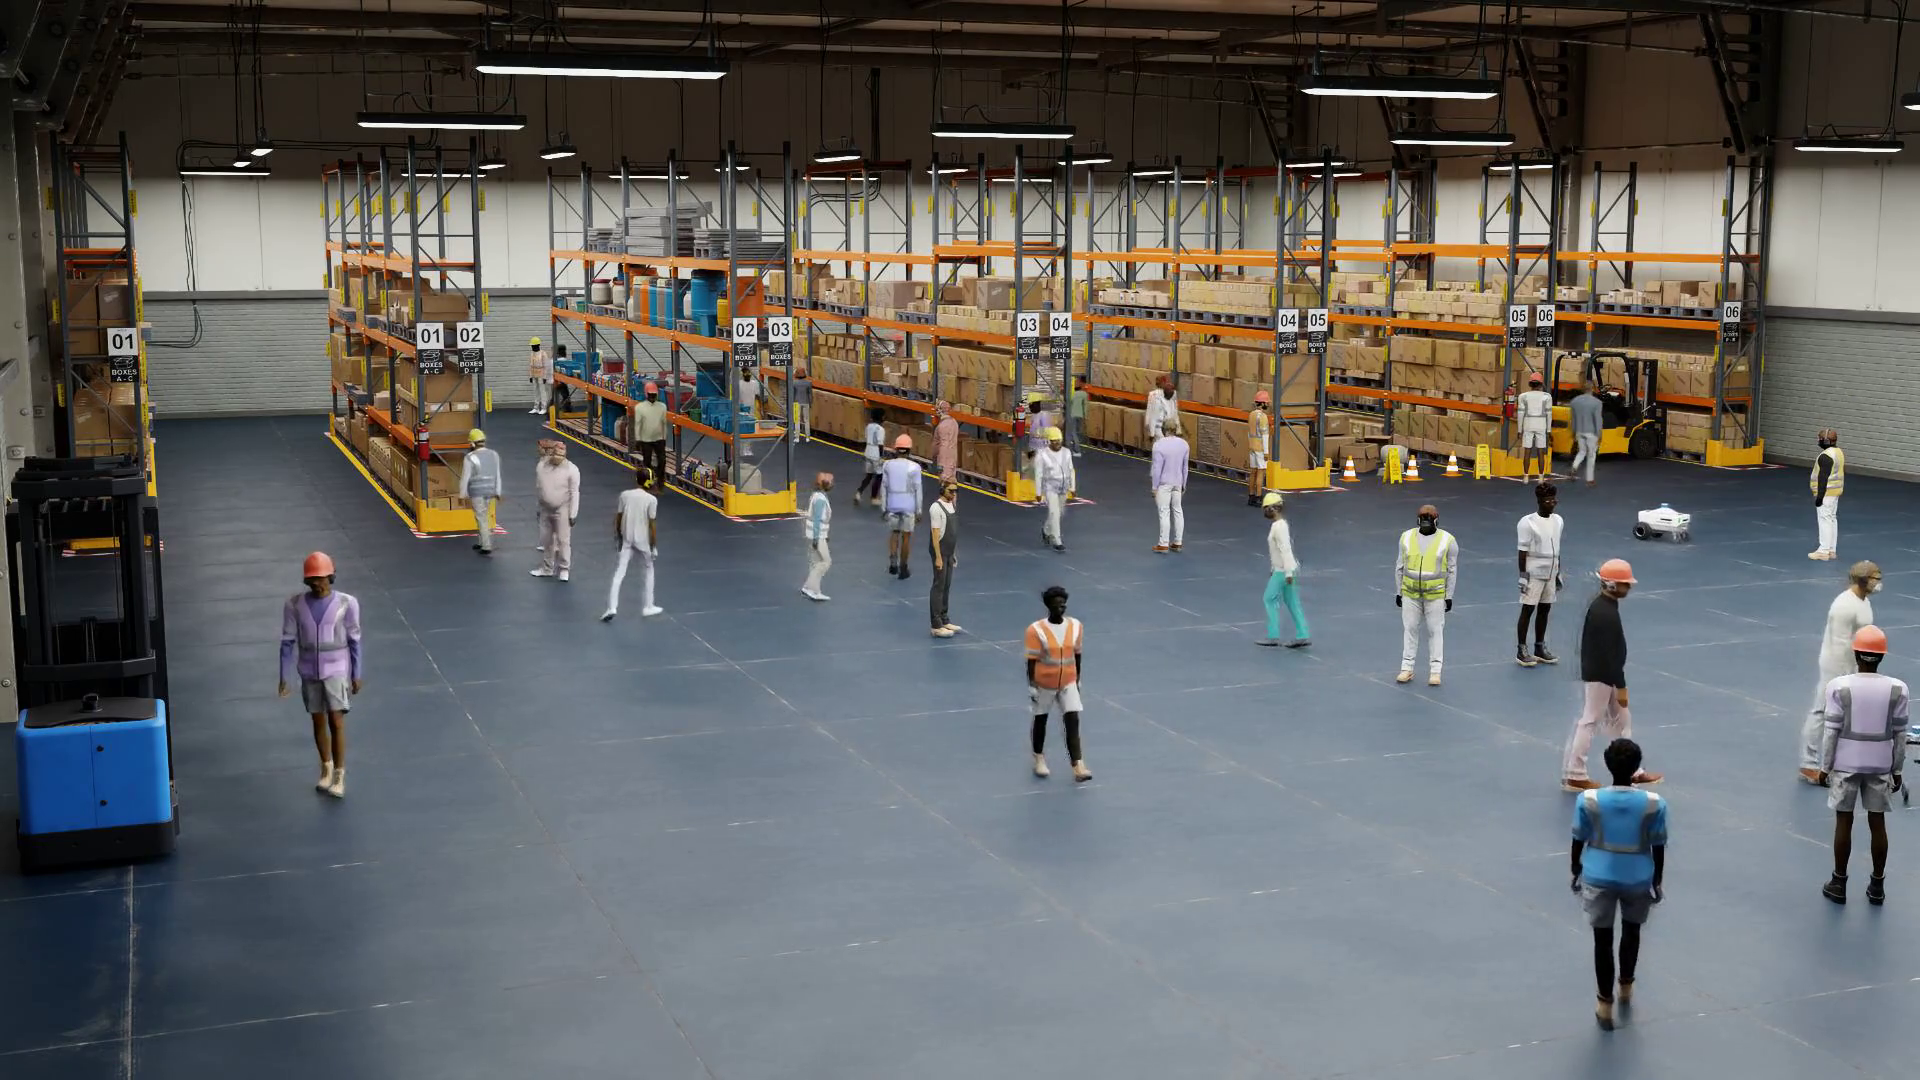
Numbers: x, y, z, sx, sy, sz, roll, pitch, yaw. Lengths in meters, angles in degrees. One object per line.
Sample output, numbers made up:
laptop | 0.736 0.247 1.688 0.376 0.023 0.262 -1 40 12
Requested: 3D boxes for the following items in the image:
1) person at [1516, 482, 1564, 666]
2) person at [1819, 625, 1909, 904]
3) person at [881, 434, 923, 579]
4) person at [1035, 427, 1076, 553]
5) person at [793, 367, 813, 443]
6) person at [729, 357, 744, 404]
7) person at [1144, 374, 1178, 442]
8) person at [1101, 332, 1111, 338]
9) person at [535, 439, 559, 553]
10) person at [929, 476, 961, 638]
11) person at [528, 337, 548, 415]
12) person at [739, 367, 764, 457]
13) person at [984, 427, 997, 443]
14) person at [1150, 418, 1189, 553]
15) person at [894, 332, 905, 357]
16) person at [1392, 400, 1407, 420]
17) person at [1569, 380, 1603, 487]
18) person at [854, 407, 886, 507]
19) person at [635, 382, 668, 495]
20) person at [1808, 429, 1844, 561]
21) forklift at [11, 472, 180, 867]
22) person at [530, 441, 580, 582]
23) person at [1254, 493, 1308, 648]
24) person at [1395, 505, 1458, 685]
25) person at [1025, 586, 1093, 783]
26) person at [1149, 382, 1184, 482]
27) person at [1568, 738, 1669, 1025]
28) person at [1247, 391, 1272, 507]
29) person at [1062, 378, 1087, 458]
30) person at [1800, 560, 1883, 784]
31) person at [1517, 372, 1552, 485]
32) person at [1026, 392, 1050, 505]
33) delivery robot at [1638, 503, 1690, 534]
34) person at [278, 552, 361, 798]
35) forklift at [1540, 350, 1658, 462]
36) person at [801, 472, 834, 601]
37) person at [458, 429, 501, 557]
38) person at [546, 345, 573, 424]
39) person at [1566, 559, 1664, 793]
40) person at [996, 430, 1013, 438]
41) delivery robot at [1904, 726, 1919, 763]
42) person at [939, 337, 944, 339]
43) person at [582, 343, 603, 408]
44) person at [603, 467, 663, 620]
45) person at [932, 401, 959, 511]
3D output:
person | 6.210 0.354 22.391 0.611 1.964 0.364 -5 10 -29
person | 6.255 1.547 14.535 0.553 1.935 0.364 1 9 10
person | -0.763 -0.450 27.889 0.576 1.923 0.400 3 9 17
person | 1.352 -0.759 30.371 0.594 1.803 0.807 -5 10 -32
person | -3.440 -2.925 45.362 0.507 1.632 0.279 -3 9 -17
person | -5.403 -3.883 51.111 0.531 1.840 0.865 1 9 4
person | 3.803 -2.246 40.026 0.613 1.871 0.649 -3 9 -18
person | 3.806 -4.441 54.422 0.385 1.948 0.605 -5 10 -29
person | -5.925 -0.643 30.128 0.309 1.639 0.522 -5 10 -30
person | -0.174 0.176 24.008 0.344 1.839 0.504 3 9 20
person | -10.527 -4.096 52.218 0.585 1.921 0.383 7 11 38
person | -4.256 -2.604 42.539 0.546 1.840 0.816 -4 9 -22
person | 0.580 -2.496 41.578 0.544 1.919 0.579 -4 9 -24
person | 3.001 -0.786 30.088 0.638 1.938 0.357 -6 10 -33
person | -1.617 -4.375 53.950 0.940 1.965 0.606 3 9 17
person | 10.142 -3.424 48.360 0.483 1.737 0.320 8 11 42
person | 11.265 -1.923 37.725 0.536 1.918 0.653 -7 11 -39
person | -1.486 -1.387 34.988 0.494 1.667 0.578 -5 10 -31
person | -5.332 -1.747 36.361 0.645 1.969 0.723 -4 9 -25
person | 12.211 -0.646 29.524 0.431 1.836 0.618 6 11 36
forklift | -6.630 0.886 15.957 1.129 2.768 1.873 -3 9 -21
person | -5.351 -0.386 27.658 0.748 1.870 0.470 3 9 21
person | 3.566 0.343 23.259 0.703 1.723 0.540 2 9 16
person | 4.760 0.555 21.467 0.625 1.845 0.429 4 9 25
person | 0.827 1.224 17.608 0.550 1.657 0.842 -3 9 -18
person | 3.818 -1.942 38.127 0.913 1.843 0.578 6 11 36
person | 3.893 1.986 12.449 0.553 1.670 0.689 2 9 11
person | 5.036 -1.530 35.051 0.362 1.935 0.553 -3 9 -19
person | 2.329 -2.466 42.485 0.515 1.617 0.726 -4 9 -26
person | 7.452 1.113 17.569 0.675 1.903 0.634 7 11 41
person | 10.423 -2.025 37.997 0.605 2.045 0.378 2 9 16
person | 1.310 -1.540 35.231 0.458 1.894 0.602 -2 9 -15
delivery robot | 10.519 -0.303 31.292 0.477 0.478 0.707 -8 12 -43
person | -5.259 1.113 17.177 0.622 2.022 0.757 0 9 -2
forklift | 12.897 -2.725 42.309 2.313 2.155 1.214 -3 9 -21
person | -1.748 -0.035 26.127 0.356 1.620 0.533 0 9 -3
person | -6.889 -0.680 29.794 0.738 1.804 0.616 7 11 38
person | -9.462 -3.677 49.600 0.611 1.873 0.989 7 11 39
person | 5.434 1.136 17.189 0.900 1.958 0.663 2 9 15
person | 0.906 -3.186 46.368 0.669 1.855 0.608 -1 9 -5
delivery robot | 7.936 1.658 17.352 0.335 0.223 0.698 2 9 12
person | -0.569 -4.349 54.209 0.486 1.828 0.645 -4 10 -28
person | -9.477 -4.330 54.101 0.588 1.822 0.403 -1 9 -5
person | -3.923 0.044 25.033 0.567 1.812 0.874 2 9 15
person | -0.249 -1.261 33.377 0.400 1.905 0.643 3 9 17
